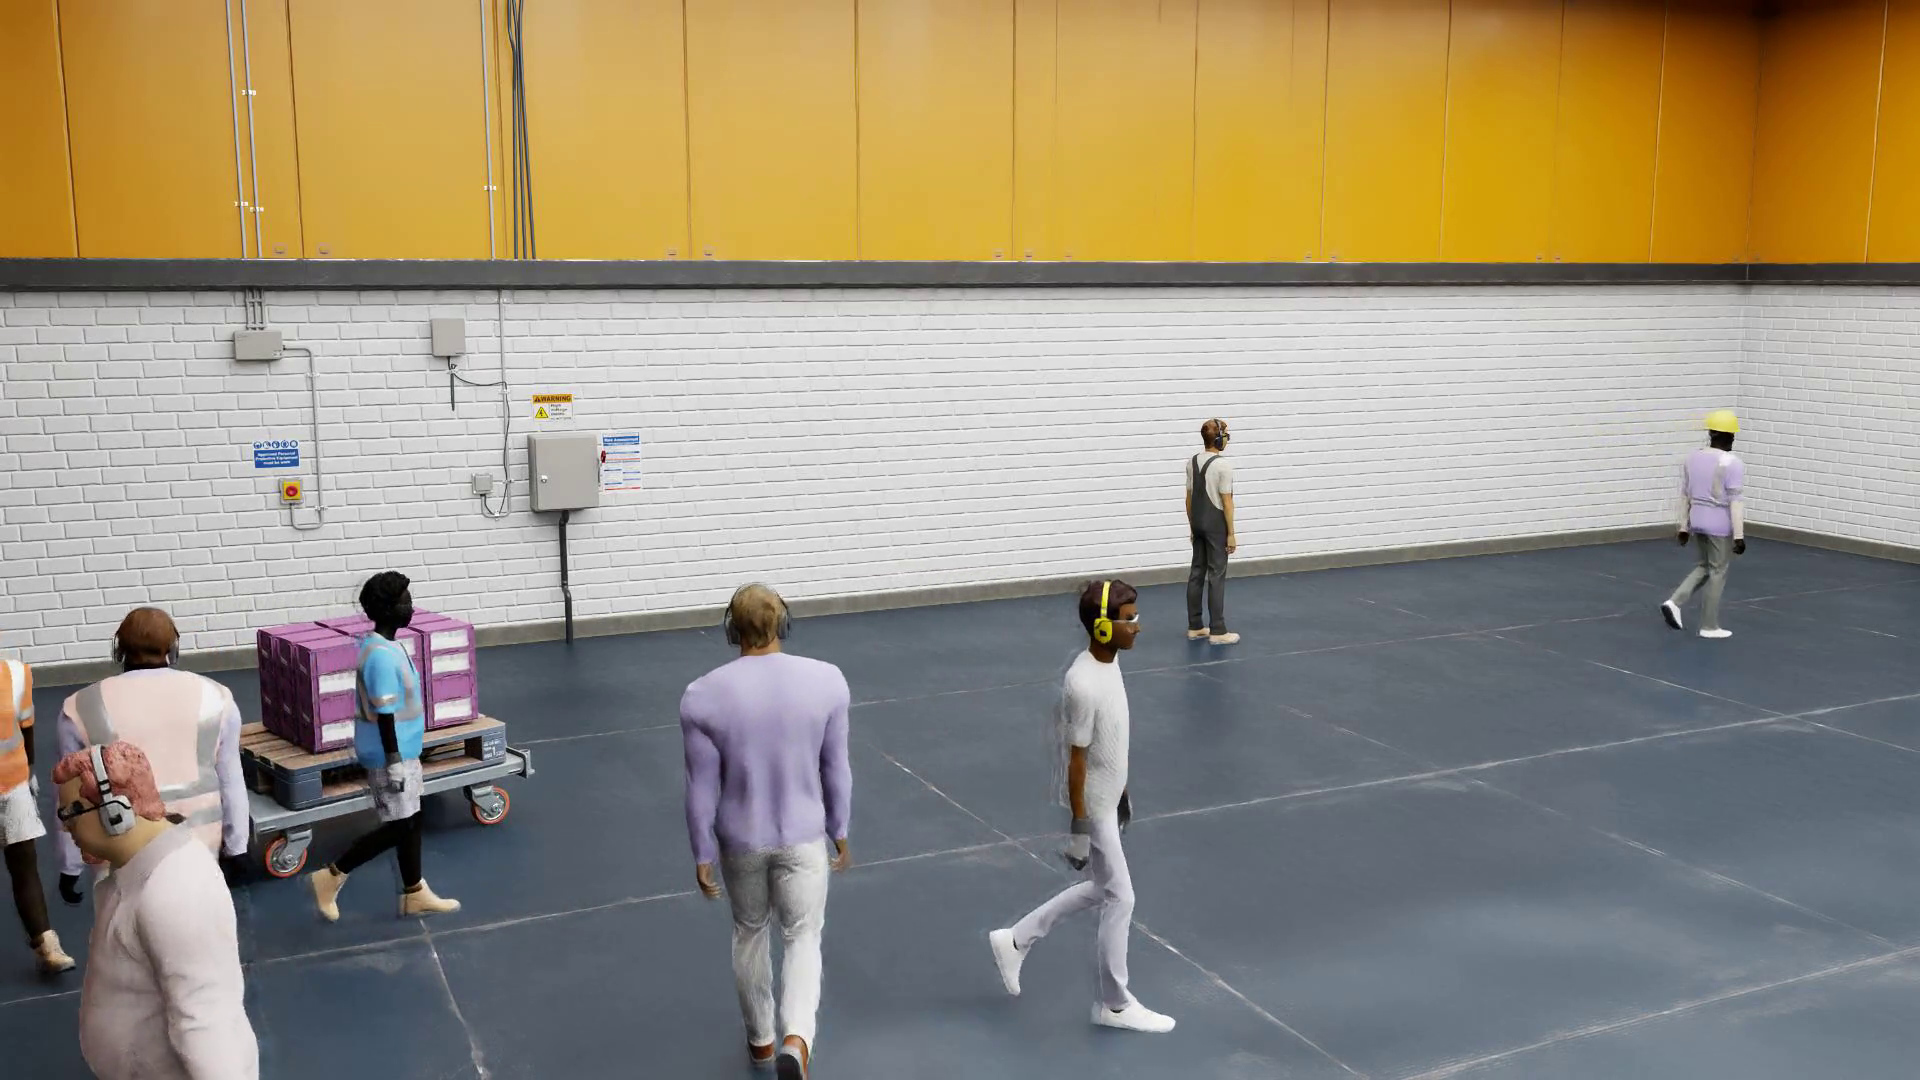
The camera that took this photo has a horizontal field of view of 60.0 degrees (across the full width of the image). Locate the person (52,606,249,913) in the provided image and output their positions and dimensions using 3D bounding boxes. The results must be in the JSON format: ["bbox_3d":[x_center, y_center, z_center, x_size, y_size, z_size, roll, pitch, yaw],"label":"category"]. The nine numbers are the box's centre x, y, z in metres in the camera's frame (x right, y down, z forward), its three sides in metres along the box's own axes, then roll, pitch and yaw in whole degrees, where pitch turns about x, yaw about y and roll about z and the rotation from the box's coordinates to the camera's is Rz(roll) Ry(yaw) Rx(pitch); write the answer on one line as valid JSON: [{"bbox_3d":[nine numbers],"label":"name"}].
[{"bbox_3d":[-2.933,1.167,6.111,0.652,1.811,0.739,-7,12,-37],"label":"person"}]

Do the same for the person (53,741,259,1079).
[{"bbox_3d":[-2.073,1.437,4.250,0.936,1.849,0.720,-5,10,-27],"label":"person"}]

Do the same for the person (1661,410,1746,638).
[{"bbox_3d":[6.168,-0.118,13.704,0.505,1.911,0.594,-3,10,-16],"label":"person"}]

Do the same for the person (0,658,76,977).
[{"bbox_3d":[-4.198,1.066,7.131,0.853,1.650,0.544,8,12,39],"label":"person"}]

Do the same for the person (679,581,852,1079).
[{"bbox_3d":[-0.701,1.109,6.091,0.628,1.914,0.801,-1,9,-6],"label":"person"}]

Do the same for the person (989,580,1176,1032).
[{"bbox_3d":[0.495,1.051,6.648,0.704,1.852,0.537,2,9,13],"label":"person"}]

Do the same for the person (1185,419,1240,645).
[{"bbox_3d":[2.059,-0.068,13.607,0.344,1.843,0.504,-7,11,-35],"label":"person"}]

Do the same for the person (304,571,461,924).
[{"bbox_3d":[-2.677,0.970,7.645,0.593,1.680,0.543,-2,9,-13],"label":"person"}]
